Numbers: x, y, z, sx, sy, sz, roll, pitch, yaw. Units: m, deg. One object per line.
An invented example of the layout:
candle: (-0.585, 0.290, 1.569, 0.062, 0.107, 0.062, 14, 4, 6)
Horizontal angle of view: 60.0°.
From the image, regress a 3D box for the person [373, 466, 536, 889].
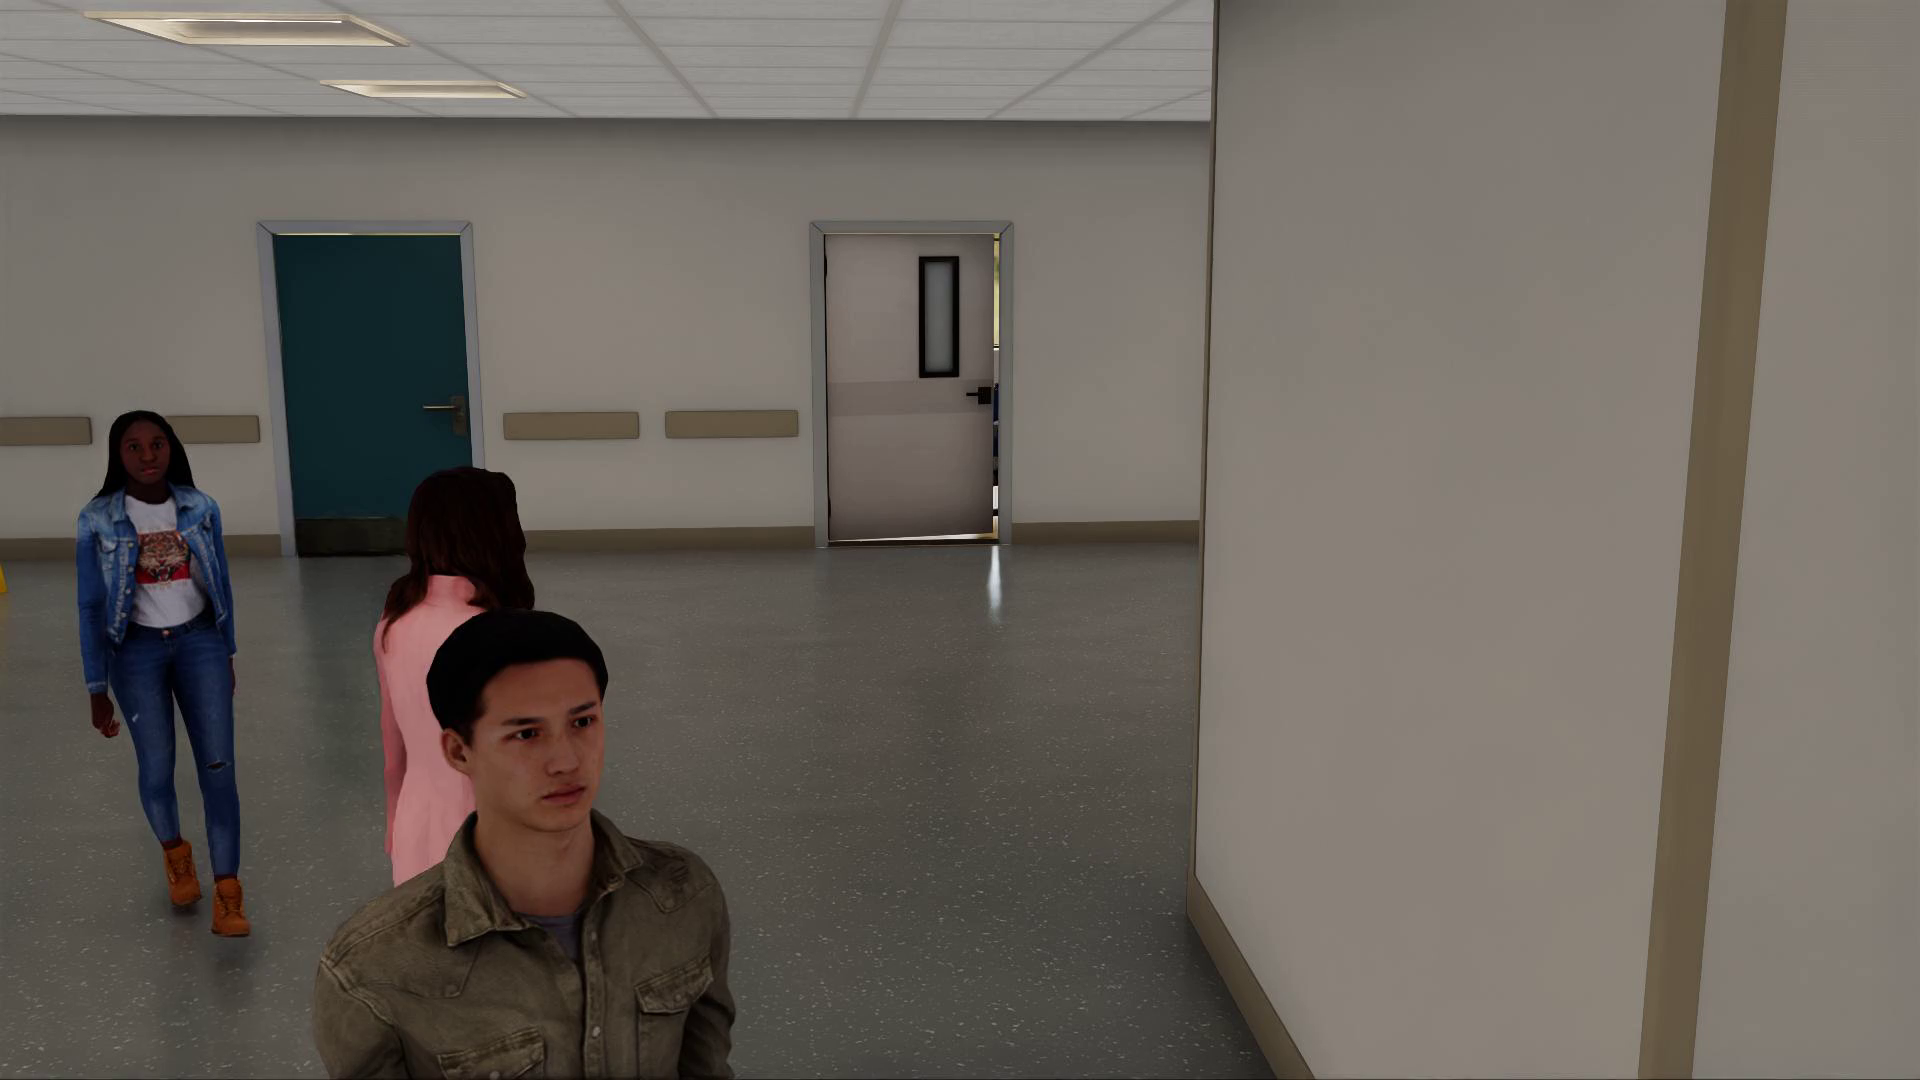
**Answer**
person: (-1.075, 0.758, 3.452, 0.979, 1.783, 0.978, 6, 12, 29)

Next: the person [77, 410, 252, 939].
person: (-2.628, 0.427, 5.470, 1.090, 1.680, 1.009, -7, 13, -33)

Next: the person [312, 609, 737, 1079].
person: (-0.496, 0.989, 2.013, 0.752, 1.865, 0.851, -9, 14, -40)
